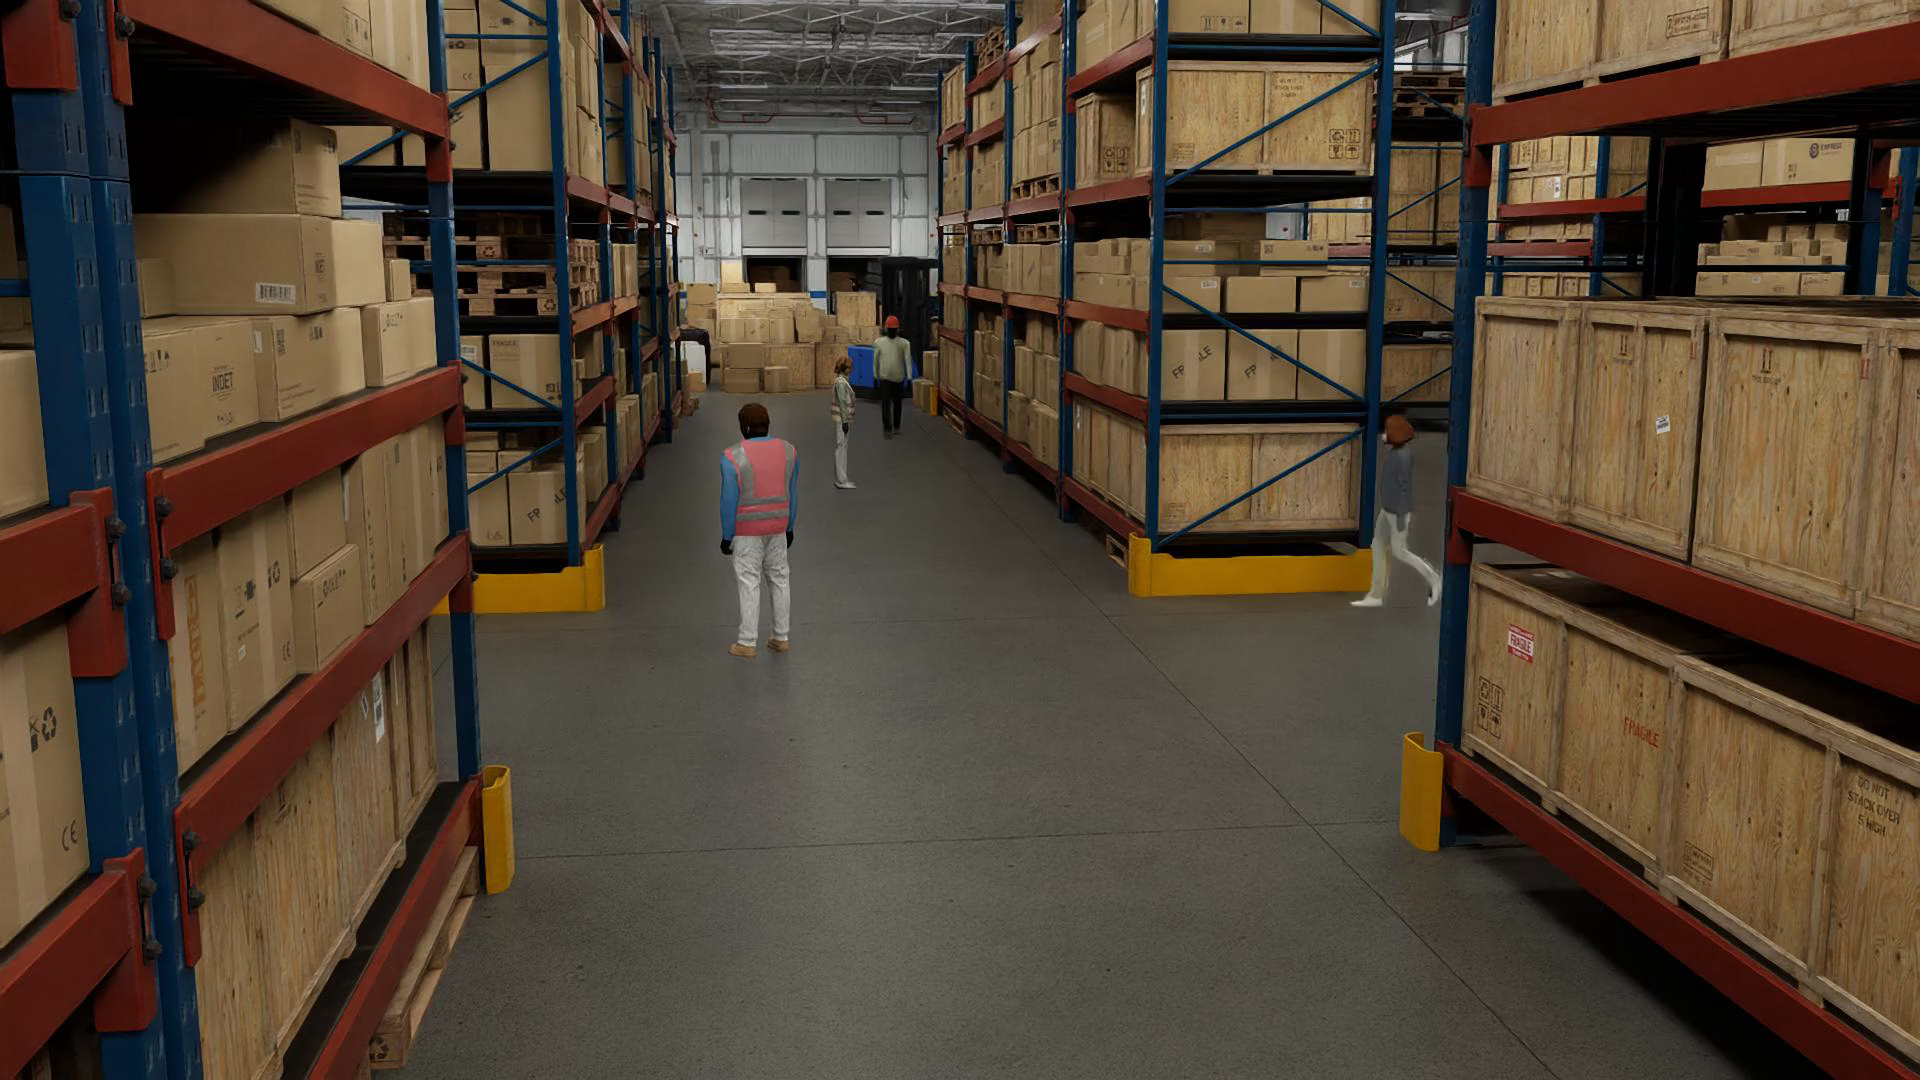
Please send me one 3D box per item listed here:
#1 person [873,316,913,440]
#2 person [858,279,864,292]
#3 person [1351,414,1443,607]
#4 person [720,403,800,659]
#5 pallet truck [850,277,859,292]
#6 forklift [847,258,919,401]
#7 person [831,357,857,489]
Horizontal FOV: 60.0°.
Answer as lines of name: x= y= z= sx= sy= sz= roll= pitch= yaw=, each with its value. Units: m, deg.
person: x=-1.065 y=-2.587 z=26.398 sx=0.619 sy=1.940 sz=1.056 roll=-1 pitch=10 yaw=-4
person: x=-3.982 y=-9.565 z=67.126 sx=0.986 sy=1.901 sz=0.564 roll=2 pitch=10 yaw=13
person: x=3.616 y=-0.229 z=13.595 sx=0.696 sy=1.608 sz=0.508 roll=-1 pitch=10 yaw=-4
person: x=-1.462 y=-0.069 z=11.992 sx=0.627 sy=1.844 sz=0.429 roll=-7 pitch=12 yaw=-37
pallet truck: x=-3.782 y=-9.391 z=65.808 sx=1.885 sy=1.965 sz=0.823 roll=2 pitch=10 yaw=10
forklift: x=-1.228 y=-4.208 z=33.066 sx=1.873 sy=2.768 sz=1.129 roll=-7 pitch=12 yaw=-36
person: x=-1.448 y=-1.454 z=20.642 sx=0.308 sy=1.639 sz=0.510 roll=-1 pitch=10 yaw=-6
